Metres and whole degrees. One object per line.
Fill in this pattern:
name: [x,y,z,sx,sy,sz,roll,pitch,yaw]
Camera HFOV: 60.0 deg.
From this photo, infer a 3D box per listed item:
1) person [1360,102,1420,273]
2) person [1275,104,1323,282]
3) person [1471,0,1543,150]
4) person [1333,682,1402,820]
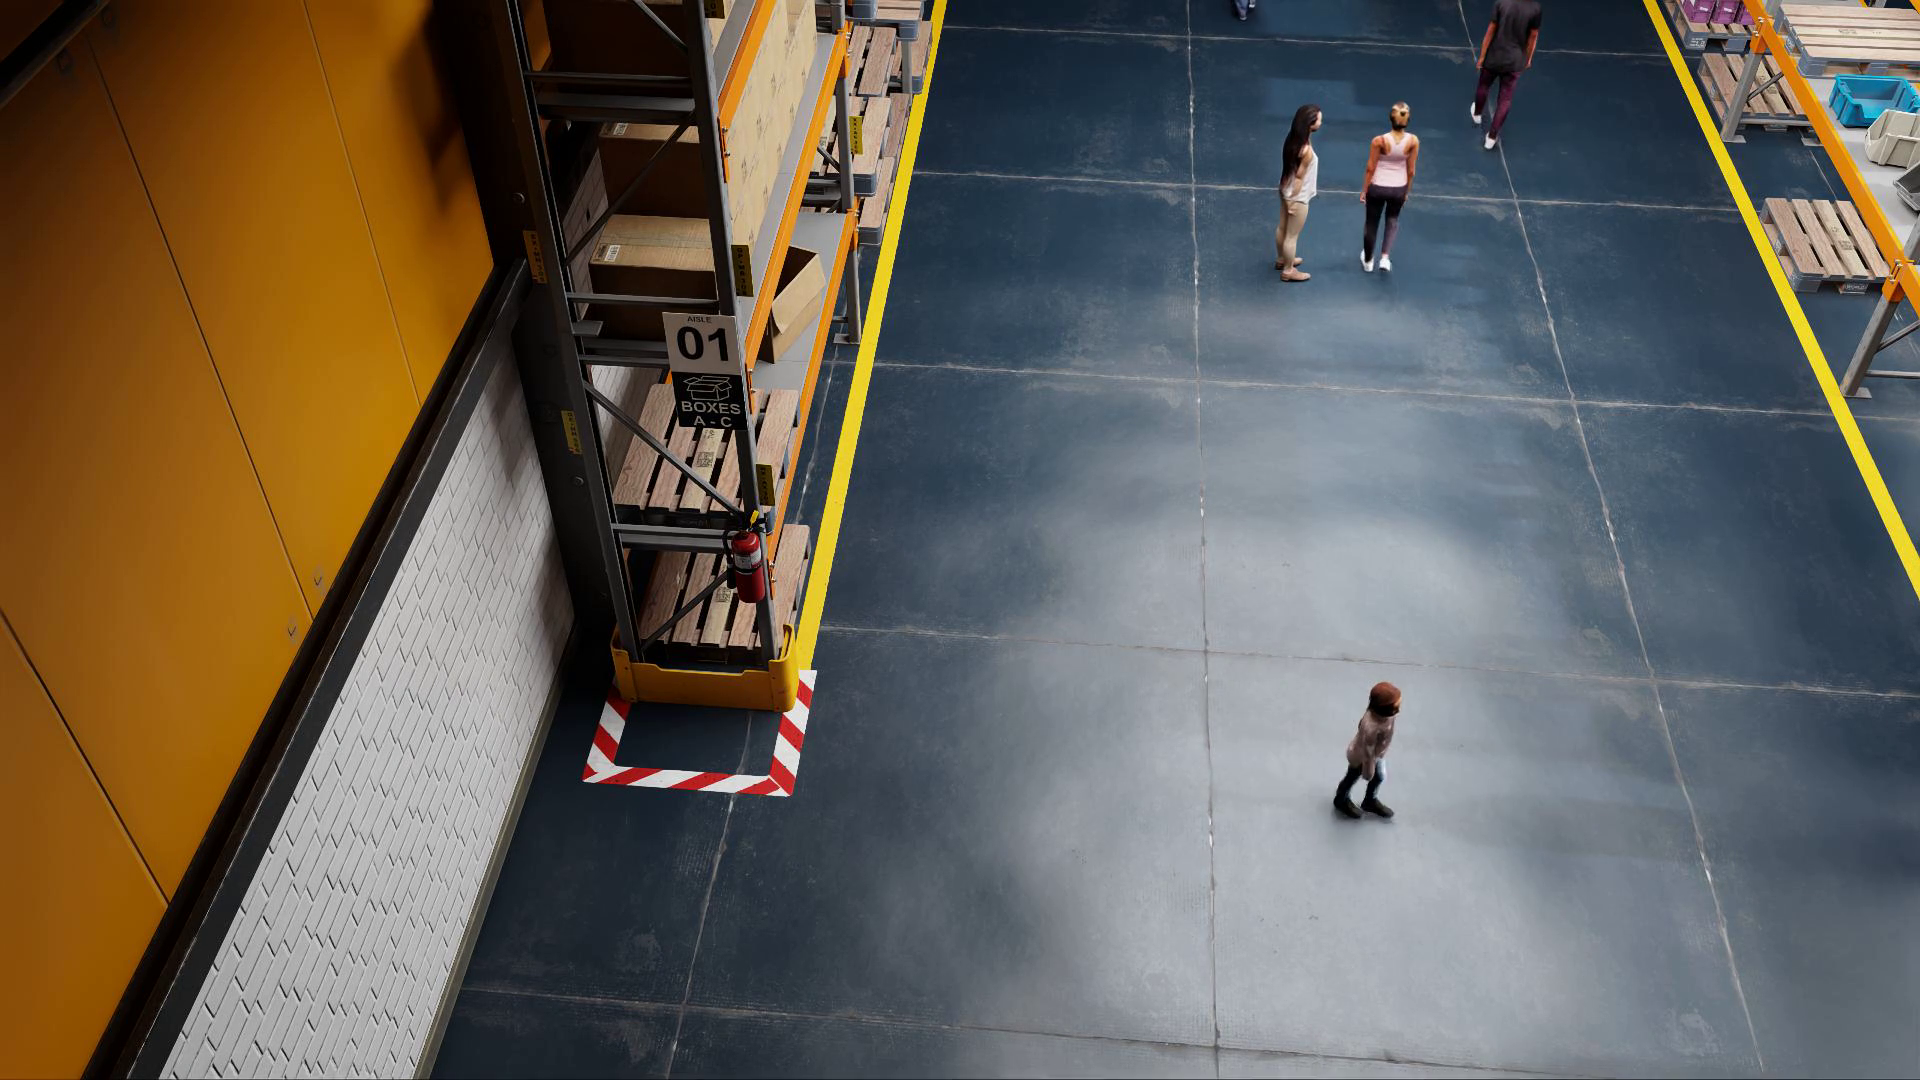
person: [3.634,-2.932,14.097,0.569,1.634,0.670,3,44,3]
person: [2.829,-2.941,14.094,0.672,1.652,0.608,-26,50,-25]
person: [5.145,-4.535,15.689,0.759,1.760,1.002,10,45,11]
person: [2.420,1.240,10.045,0.692,1.184,0.636,27,50,26]
